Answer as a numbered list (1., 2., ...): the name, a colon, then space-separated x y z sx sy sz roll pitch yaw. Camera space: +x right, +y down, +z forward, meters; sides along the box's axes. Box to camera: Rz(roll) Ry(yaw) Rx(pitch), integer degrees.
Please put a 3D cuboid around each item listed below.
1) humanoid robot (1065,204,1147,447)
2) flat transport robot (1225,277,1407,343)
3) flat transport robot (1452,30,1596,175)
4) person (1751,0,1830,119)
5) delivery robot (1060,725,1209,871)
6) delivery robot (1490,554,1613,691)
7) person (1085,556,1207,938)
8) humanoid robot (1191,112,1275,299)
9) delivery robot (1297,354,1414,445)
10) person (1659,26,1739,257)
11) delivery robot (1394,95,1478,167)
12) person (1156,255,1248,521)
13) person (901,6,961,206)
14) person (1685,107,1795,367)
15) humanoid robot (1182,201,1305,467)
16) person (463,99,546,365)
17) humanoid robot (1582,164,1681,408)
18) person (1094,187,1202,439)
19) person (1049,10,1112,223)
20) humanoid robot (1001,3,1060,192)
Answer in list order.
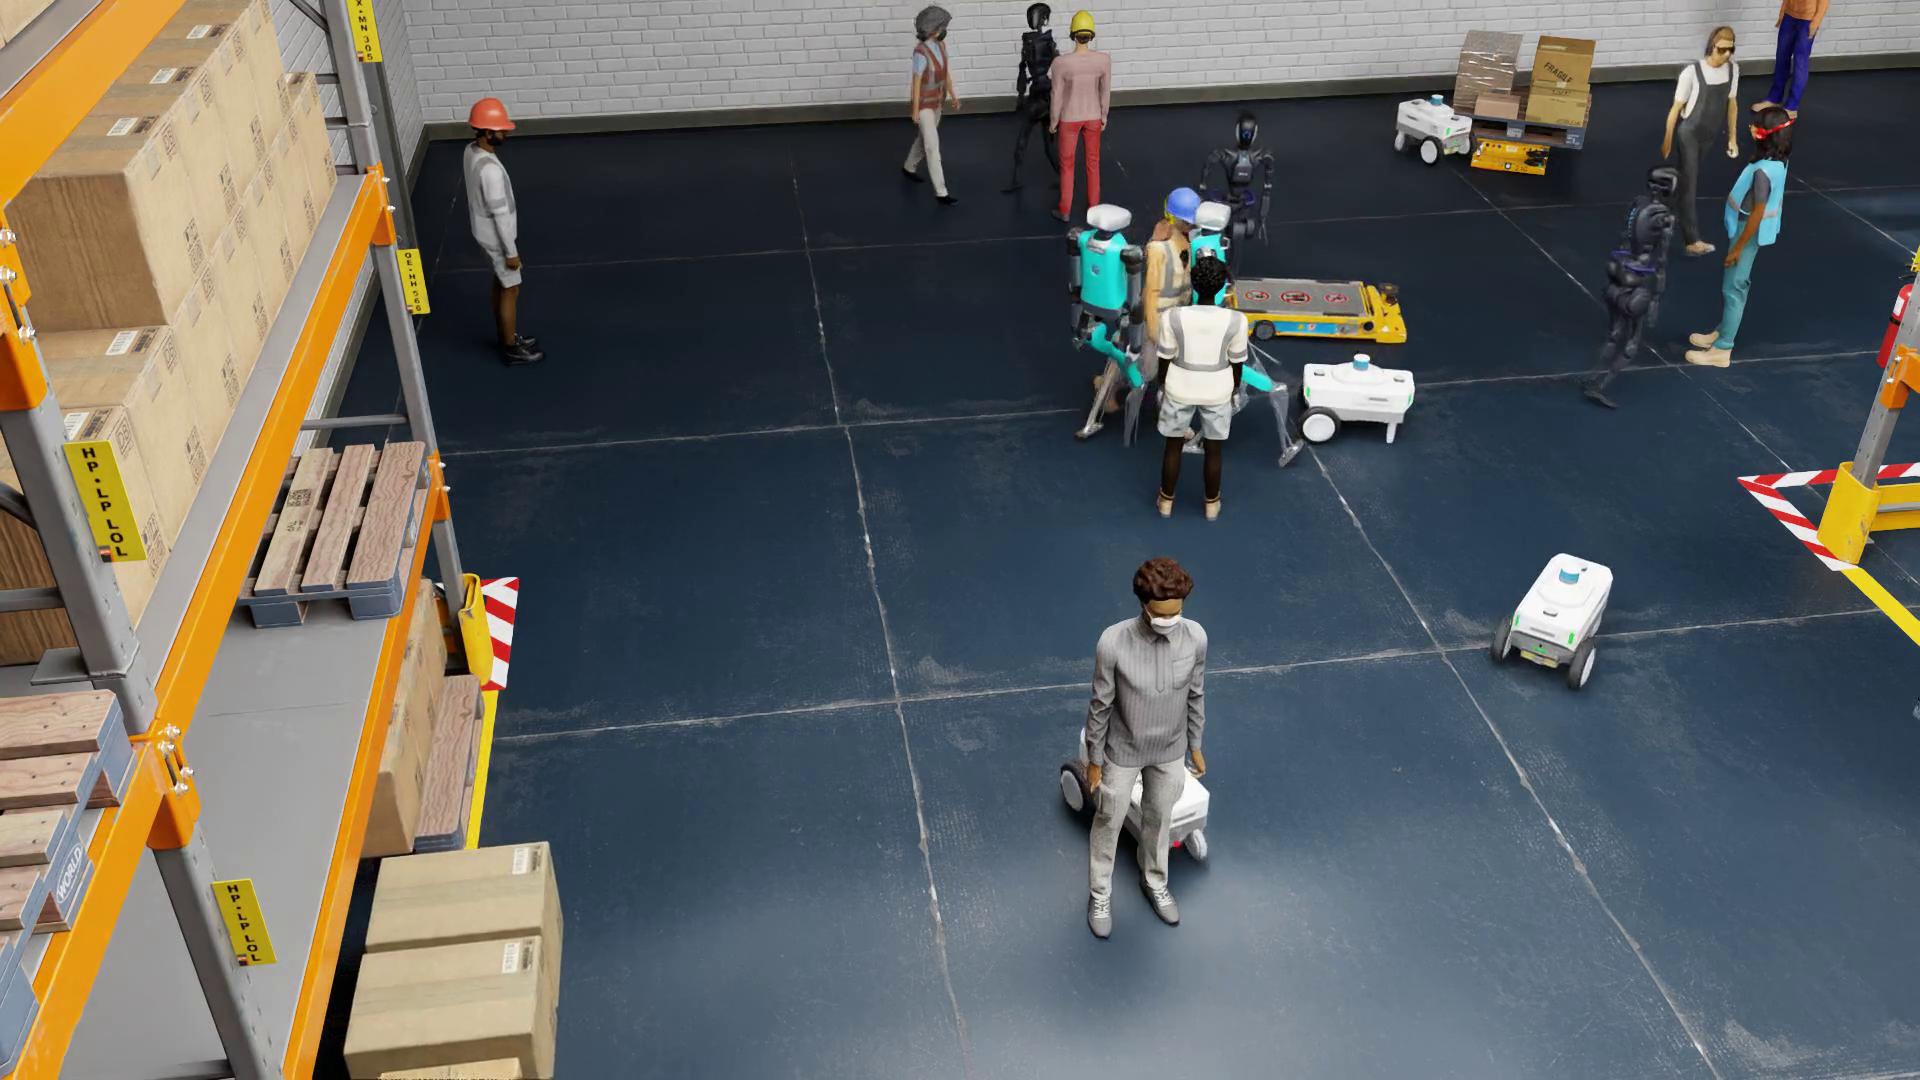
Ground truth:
1. humanoid robot: 1.020 -1.326 10.607 0.538 1.848 0.747 22 39 30
2. flat transport robot: 2.590 -1.725 12.495 1.431 0.231 0.659 3 33 4
3. flat transport robot: 5.227 -3.789 15.658 0.659 0.231 1.431 12 35 17
4. person: 8.123 -5.072 16.074 0.402 1.973 0.515 -11 35 -17
5. delivery robot: 0.849 1.151 7.830 0.499 0.598 0.798 -15 36 -22
6. delivery robot: 3.226 0.413 8.966 0.499 0.603 0.782 21 38 28
7. person: 0.776 0.864 7.041 0.530 1.898 0.396 -7 34 -11
8. humanoid robot: 1.969 -2.357 12.186 0.599 1.643 0.434 -4 33 -5
9. delivery robot: 2.600 -0.946 11.050 0.777 0.605 0.511 5 34 8
10. person: 5.979 -3.213 13.381 0.511 1.796 0.957 -11 35 -16
11. delivery robot: 4.409 -3.830 15.451 0.503 0.585 0.756 -17 37 -25
12. person: 1.419 -0.882 9.904 0.535 1.692 0.319 4 33 6
13. person: -0.268 -3.800 14.408 0.785 1.655 0.495 19 38 27
14. person: 5.486 -2.106 11.617 0.392 1.869 0.527 17 37 24
15. humanoid robot: 1.868 -1.241 10.433 0.971 1.766 0.541 5 33 7
16. person: -3.194 -2.132 11.611 0.387 1.923 0.550 -16 37 -23
17. humanoid robot: 4.488 -1.723 11.214 0.444 1.651 0.585 -6 34 -8
18. person: 1.256 -1.497 10.780 0.476 1.751 0.639 -27 42 -35
19. person: 0.991 -3.517 13.872 0.526 1.768 0.312 -8 34 -12
20. humanoid robot: 0.701 -3.813 14.439 0.644 1.645 0.602 -20 38 -27
